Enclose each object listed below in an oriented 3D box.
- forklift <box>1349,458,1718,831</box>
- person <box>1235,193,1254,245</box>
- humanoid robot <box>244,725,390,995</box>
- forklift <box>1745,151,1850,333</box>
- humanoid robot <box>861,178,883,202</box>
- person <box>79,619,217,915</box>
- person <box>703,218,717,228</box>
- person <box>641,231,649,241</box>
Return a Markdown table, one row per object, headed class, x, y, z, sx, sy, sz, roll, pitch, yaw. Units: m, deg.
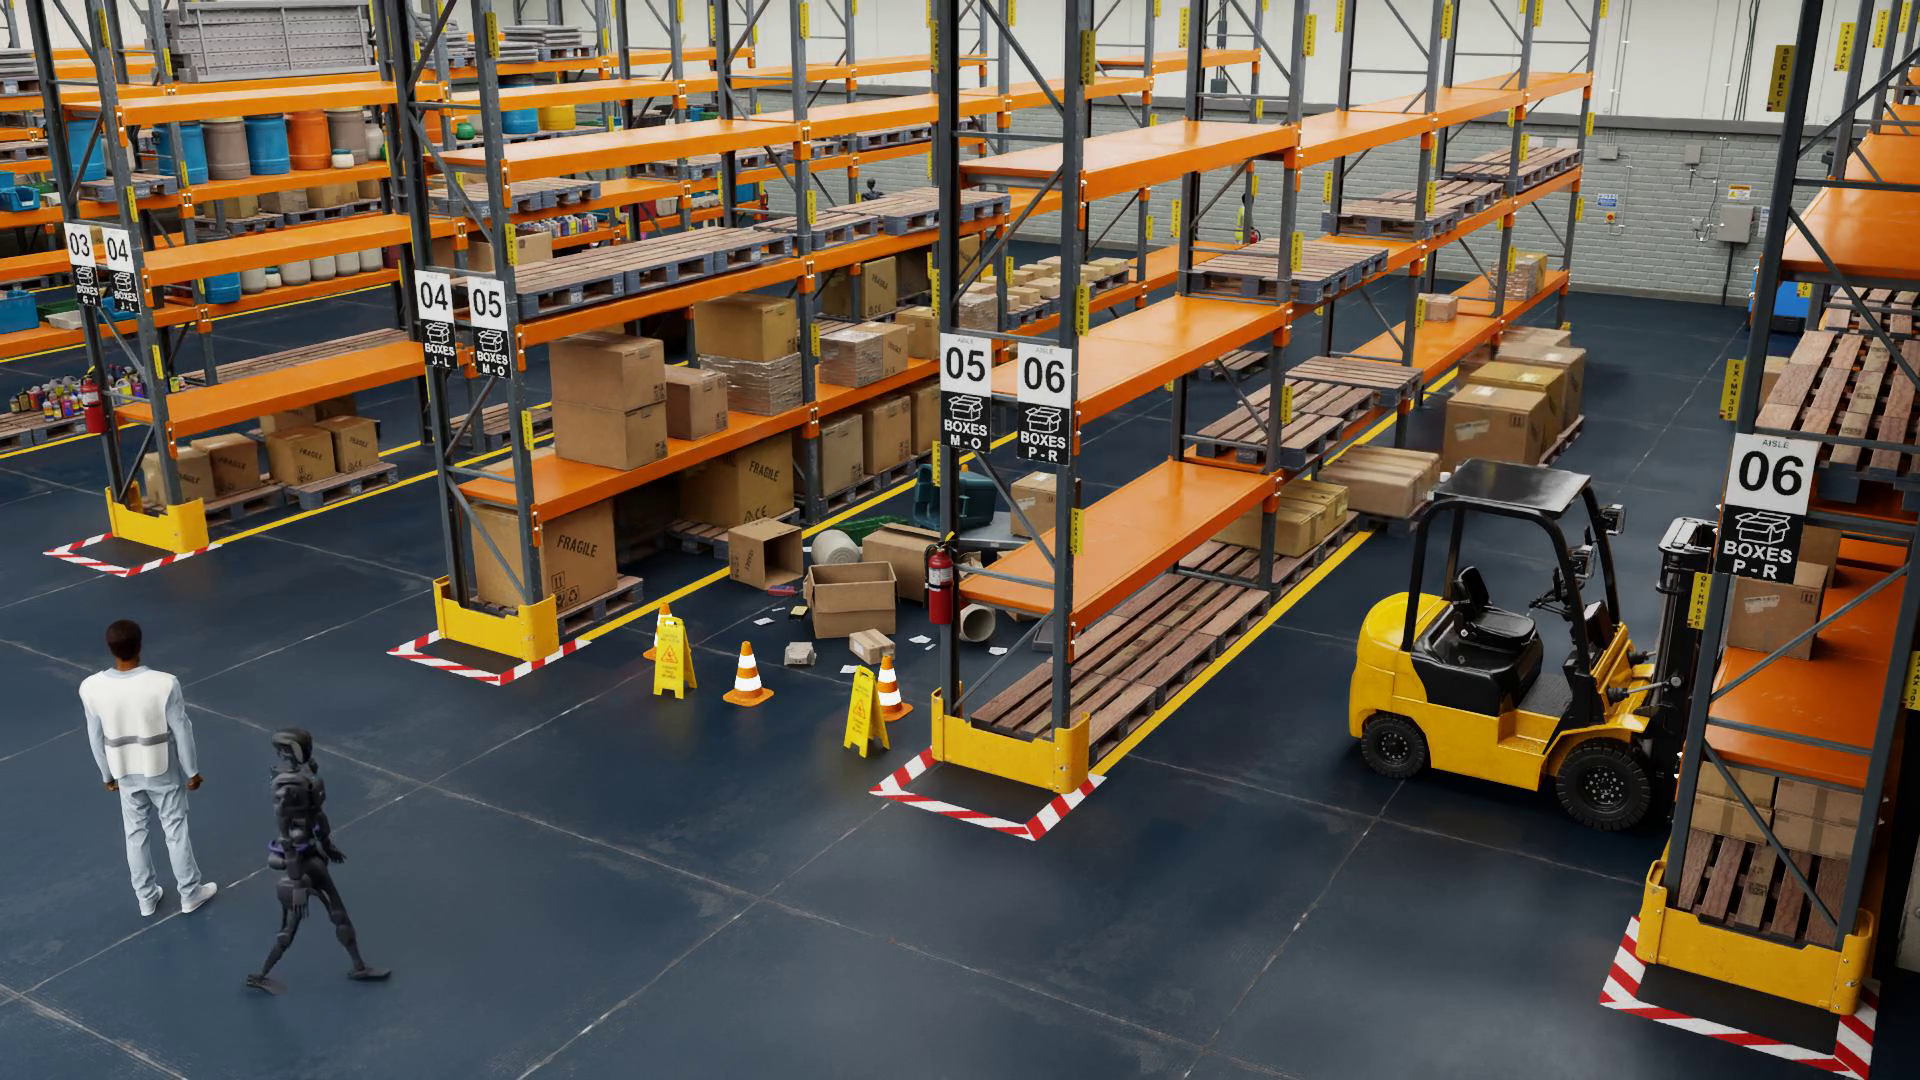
| class | x | y | z | sx | sy | sz | roll | pitch | yaw |
| --- | --- | --- | --- | --- | --- | --- | --- | --- | --- |
| forklift | 3.988 | 0.658 | 11.776 | 2.313 | 2.155 | 1.214 | 11 | 22 | 29 |
| person | 5.191 | -5.514 | 30.386 | 0.319 | 1.687 | 0.538 | -2 | 19 | -6 |
| humanoid robot | -3.699 | 1.795 | 9.342 | 0.780 | 1.629 | 0.603 | 0 | 19 | -1 |
| forklift | 13.620 | -4.667 | 26.137 | 1.873 | 2.768 | 1.129 | 11 | 22 | 29 |
| humanoid robot | -1.705 | -6.236 | 32.487 | 0.601 | 1.640 | 0.397 | -9 | 21 | -25 |
| person | -4.925 | 1.387 | 10.082 | 0.589 | 1.921 | 0.393 | -2 | 19 | -5 |
| person | -5.245 | -7.060 | 34.858 | 0.492 | 1.688 | 0.348 | -6 | 20 | -17 |
| person | -6.509 | -6.656 | 33.541 | 0.576 | 1.772 | 0.470 | 2 | 19 | 5 |
